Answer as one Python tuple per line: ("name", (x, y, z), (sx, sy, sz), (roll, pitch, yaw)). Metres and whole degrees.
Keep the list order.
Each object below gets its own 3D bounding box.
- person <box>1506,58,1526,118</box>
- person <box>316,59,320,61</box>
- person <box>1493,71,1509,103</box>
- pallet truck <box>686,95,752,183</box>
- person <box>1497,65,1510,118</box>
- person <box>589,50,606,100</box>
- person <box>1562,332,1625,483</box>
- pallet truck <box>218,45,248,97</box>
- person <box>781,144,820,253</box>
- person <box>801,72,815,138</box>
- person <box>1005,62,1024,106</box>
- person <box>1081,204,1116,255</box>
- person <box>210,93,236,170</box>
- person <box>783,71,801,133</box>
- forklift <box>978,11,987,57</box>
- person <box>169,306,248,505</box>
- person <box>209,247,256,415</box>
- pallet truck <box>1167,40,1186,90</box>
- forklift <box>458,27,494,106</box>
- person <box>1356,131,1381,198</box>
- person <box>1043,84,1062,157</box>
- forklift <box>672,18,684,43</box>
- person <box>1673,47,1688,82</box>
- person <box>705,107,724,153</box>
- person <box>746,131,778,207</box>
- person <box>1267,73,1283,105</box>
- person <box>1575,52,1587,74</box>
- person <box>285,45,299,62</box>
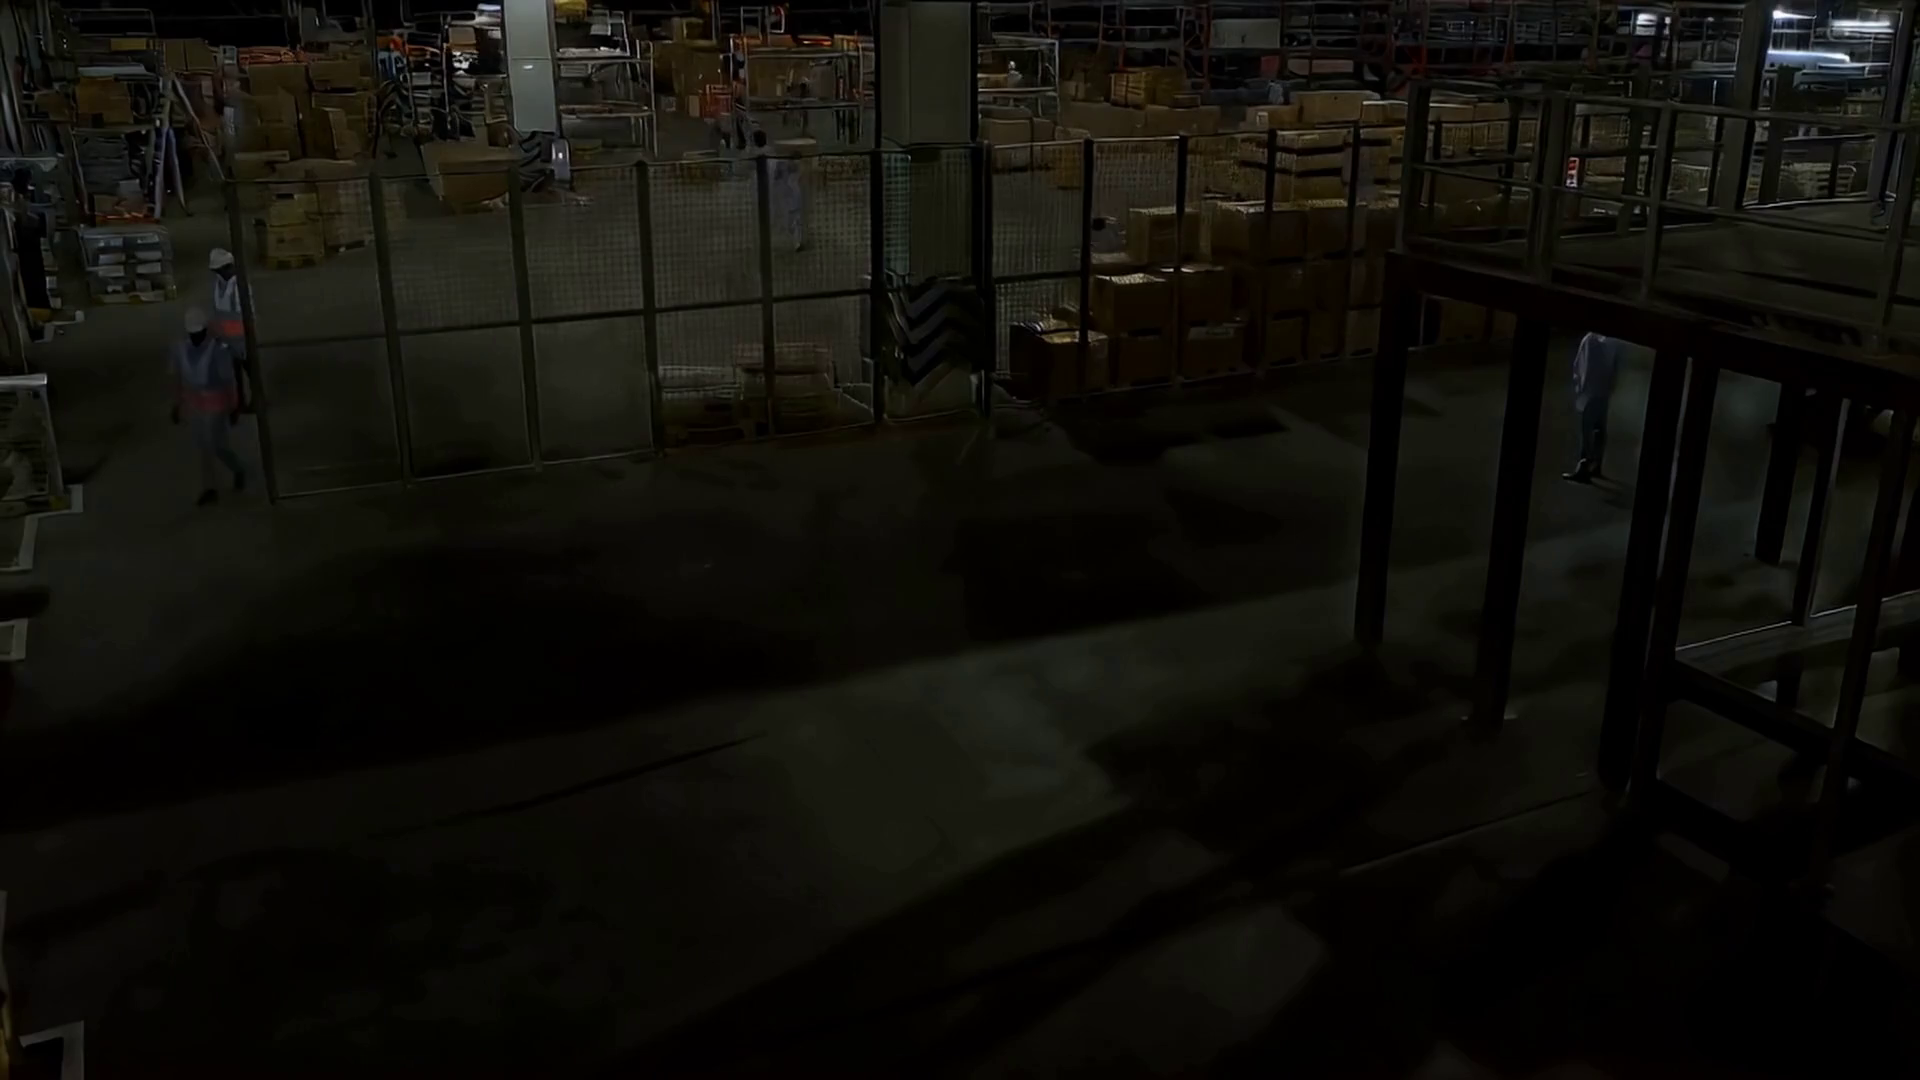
("person", (18.578, -15.136, 55.814), (0.682, 2.000, 0.536), (2, 19, 5))
("person", (-22.105, -15.596, 57.374), (0.628, 1.905, 1.005), (10, 21, 26))
("person", (16.677, -13.493, 51.291), (0.547, 1.873, 1.012), (-6, 20, -16))
("pallet truck", (-5.836, -9.608, 39.856), (0.823, 1.965, 1.885), (10, 22, 27))
("person", (17.960, -14.749, 55.010), (0.526, 1.840, 0.867), (-3, 19, -9))
("person", (-13.923, -17.823, 63.862), (0.620, 1.881, 0.802), (-2, 19, -4))
("person", (6.308, -1.490, 16.560), (0.429, 1.841, 0.633), (17, 25, 40))
("pallet truck", (-28.879, -18.665, 66.111), (0.823, 1.965, 1.885), (-3, 19, -9))
("person", (-2.854, -6.186, 30.077), (0.640, 1.904, 0.892), (5, 20, 14))
("person", (-4.594, -13.102, 50.099), (0.383, 1.933, 0.671), (1, 19, 3))
("person", (1.765, -14.895, 55.311), (0.653, 1.913, 0.911), (10, 21, 27))
("person", (1.867, -3.646, 22.757), (0.992, 1.874, 0.609), (-10, 21, -27))
("person", (-18.577, -10.312, 41.986), (0.552, 1.935, 0.370), (-10, 21, -26))
("person", (-5.215, -13.555, 51.496), (0.609, 1.863, 0.993), (6, 20, 17))
("forklift", (0.994, -25.110, 83.459), (1.873, 2.768, 1.129), (-9, 21, -25))
("person", (-7.178, -1.295, 15.874), (0.652, 1.923, 0.490), (3, 19, 8))
("person", (-8.308, -2.386, 19.020), (0.543, 1.932, 0.370), (9, 21, 25))
("pallet truck", (9.045, -19.971, 69.895), (0.823, 1.965, 1.885), (-3, 19, -8))
("forklift", (-17.424, -17.343, 60.945), (1.873, 2.768, 1.129), (-9, 21, -25))
("person", (8.504, -7.636, 34.582), (1.000, 1.700, 0.540), (-9, 21, -24))
("person", (2.506, -11.387, 45.116), (0.383, 1.928, 0.588), (-17, 26, -41))
("forklift", (-12.115, -21.127, 71.912), (1.873, 2.768, 1.129), (-2, 19, -6))
("person", (31.204, -20.525, 72.103), (0.543, 1.592, 0.829), (1, 19, 2))
("person", (-6.005, -9.882, 41.164), (0.886, 1.655, 0.528), (-13, 23, -33))
("person", (-4.007, -7.330, 33.524), (0.629, 1.818, 0.720), (-9, 21, -23))
("person", (10.149, -14.209, 53.655), (0.552, 1.686, 0.384), (11, 22, 29))
("person", (24.702, -18.516, 66.129), (0.530, 1.698, 0.321), (13, 23, 33))
("person", (-27.602, -19.459, 68.653), (0.993, 1.825, 0.600), (5, 20, 15))
